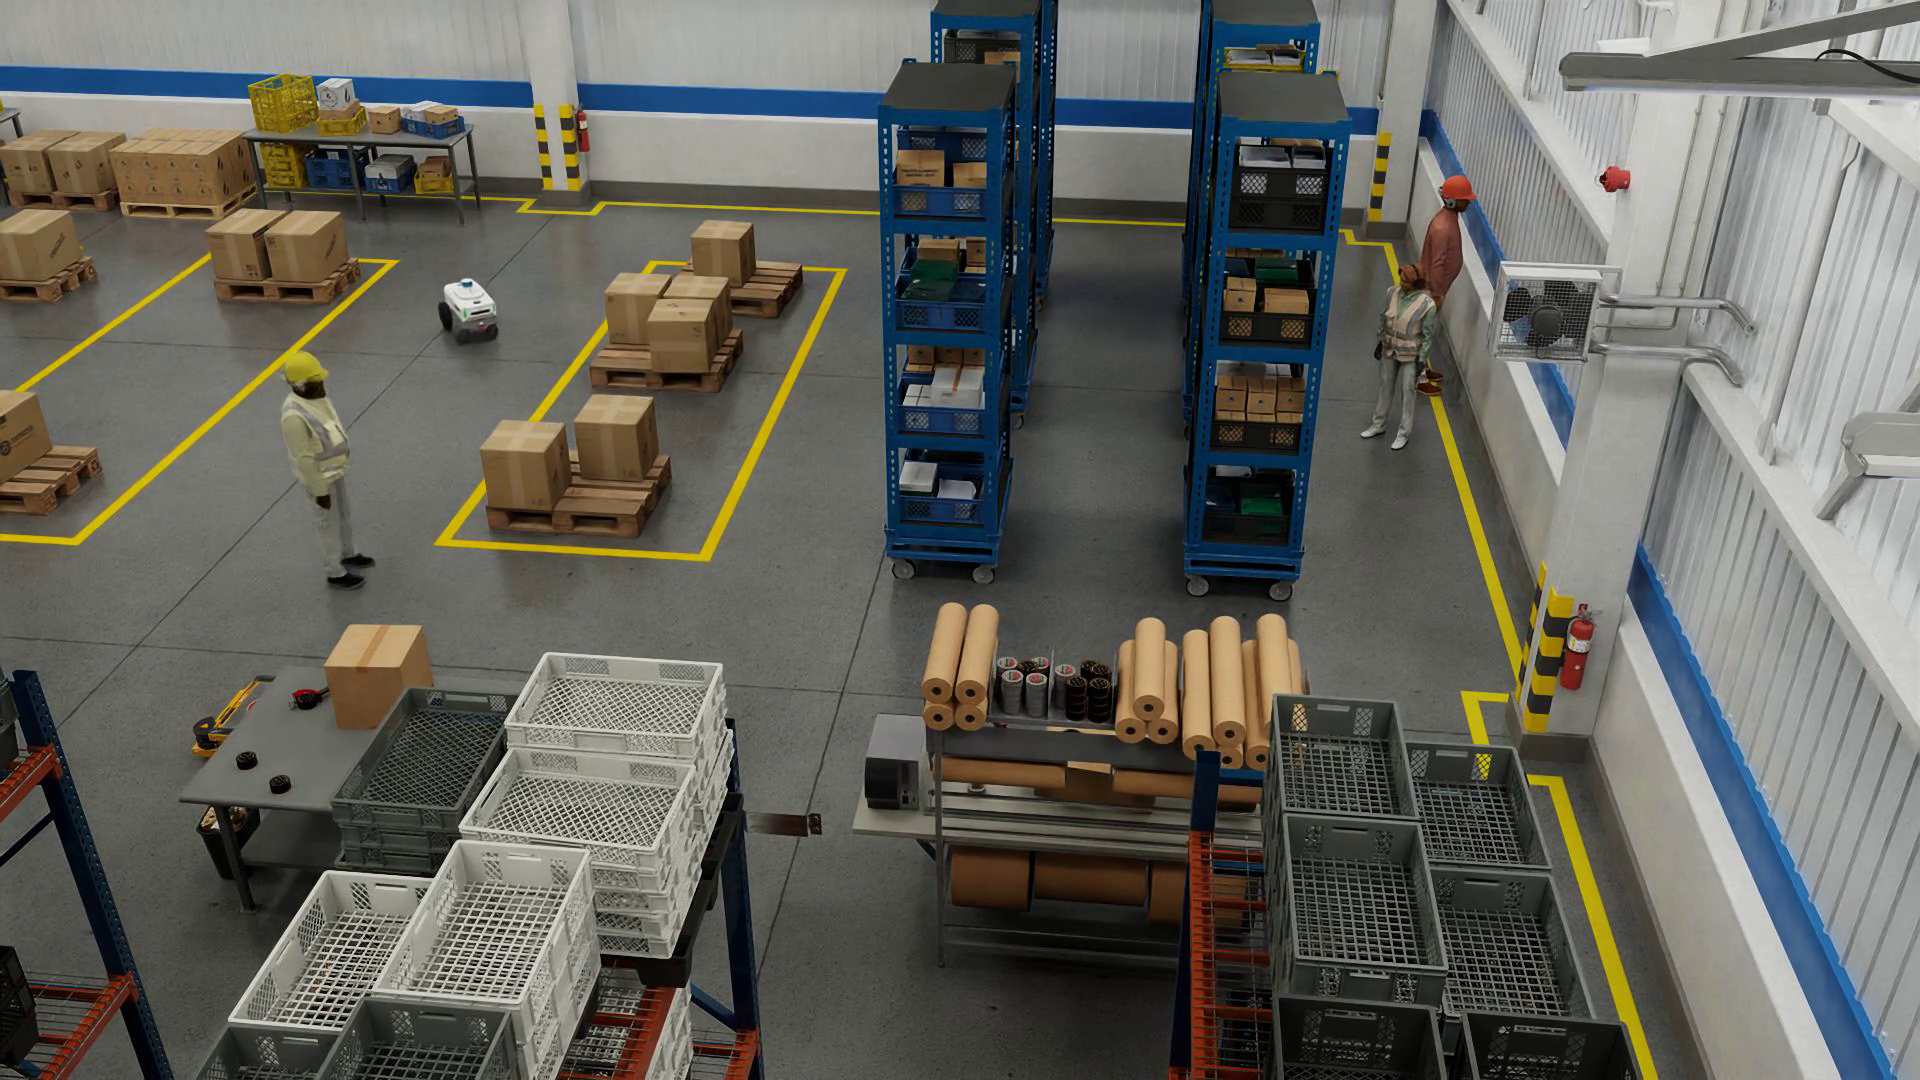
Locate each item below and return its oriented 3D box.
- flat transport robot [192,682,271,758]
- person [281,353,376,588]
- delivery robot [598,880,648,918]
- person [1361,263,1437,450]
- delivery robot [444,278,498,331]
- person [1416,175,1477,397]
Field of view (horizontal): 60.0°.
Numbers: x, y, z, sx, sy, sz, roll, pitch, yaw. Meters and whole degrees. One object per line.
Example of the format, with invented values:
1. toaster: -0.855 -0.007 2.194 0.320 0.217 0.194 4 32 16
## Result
1. flat transport robot: -4.089 1.163 10.648 1.431 0.197 0.652 3 30 6
2. person: -4.581 -0.511 11.998 0.409 1.823 0.613 -2 30 -3
3. delivery robot: -1.877 1.822 9.146 0.477 0.478 0.707 6 31 10
4. person: 3.708 -1.560 13.974 0.311 1.639 0.512 -23 38 -34
5. delivery robot: -4.785 -2.314 16.251 0.477 0.478 0.707 -17 34 -26
6. person: 4.292 -2.291 14.881 0.388 1.996 0.612 11 32 18
